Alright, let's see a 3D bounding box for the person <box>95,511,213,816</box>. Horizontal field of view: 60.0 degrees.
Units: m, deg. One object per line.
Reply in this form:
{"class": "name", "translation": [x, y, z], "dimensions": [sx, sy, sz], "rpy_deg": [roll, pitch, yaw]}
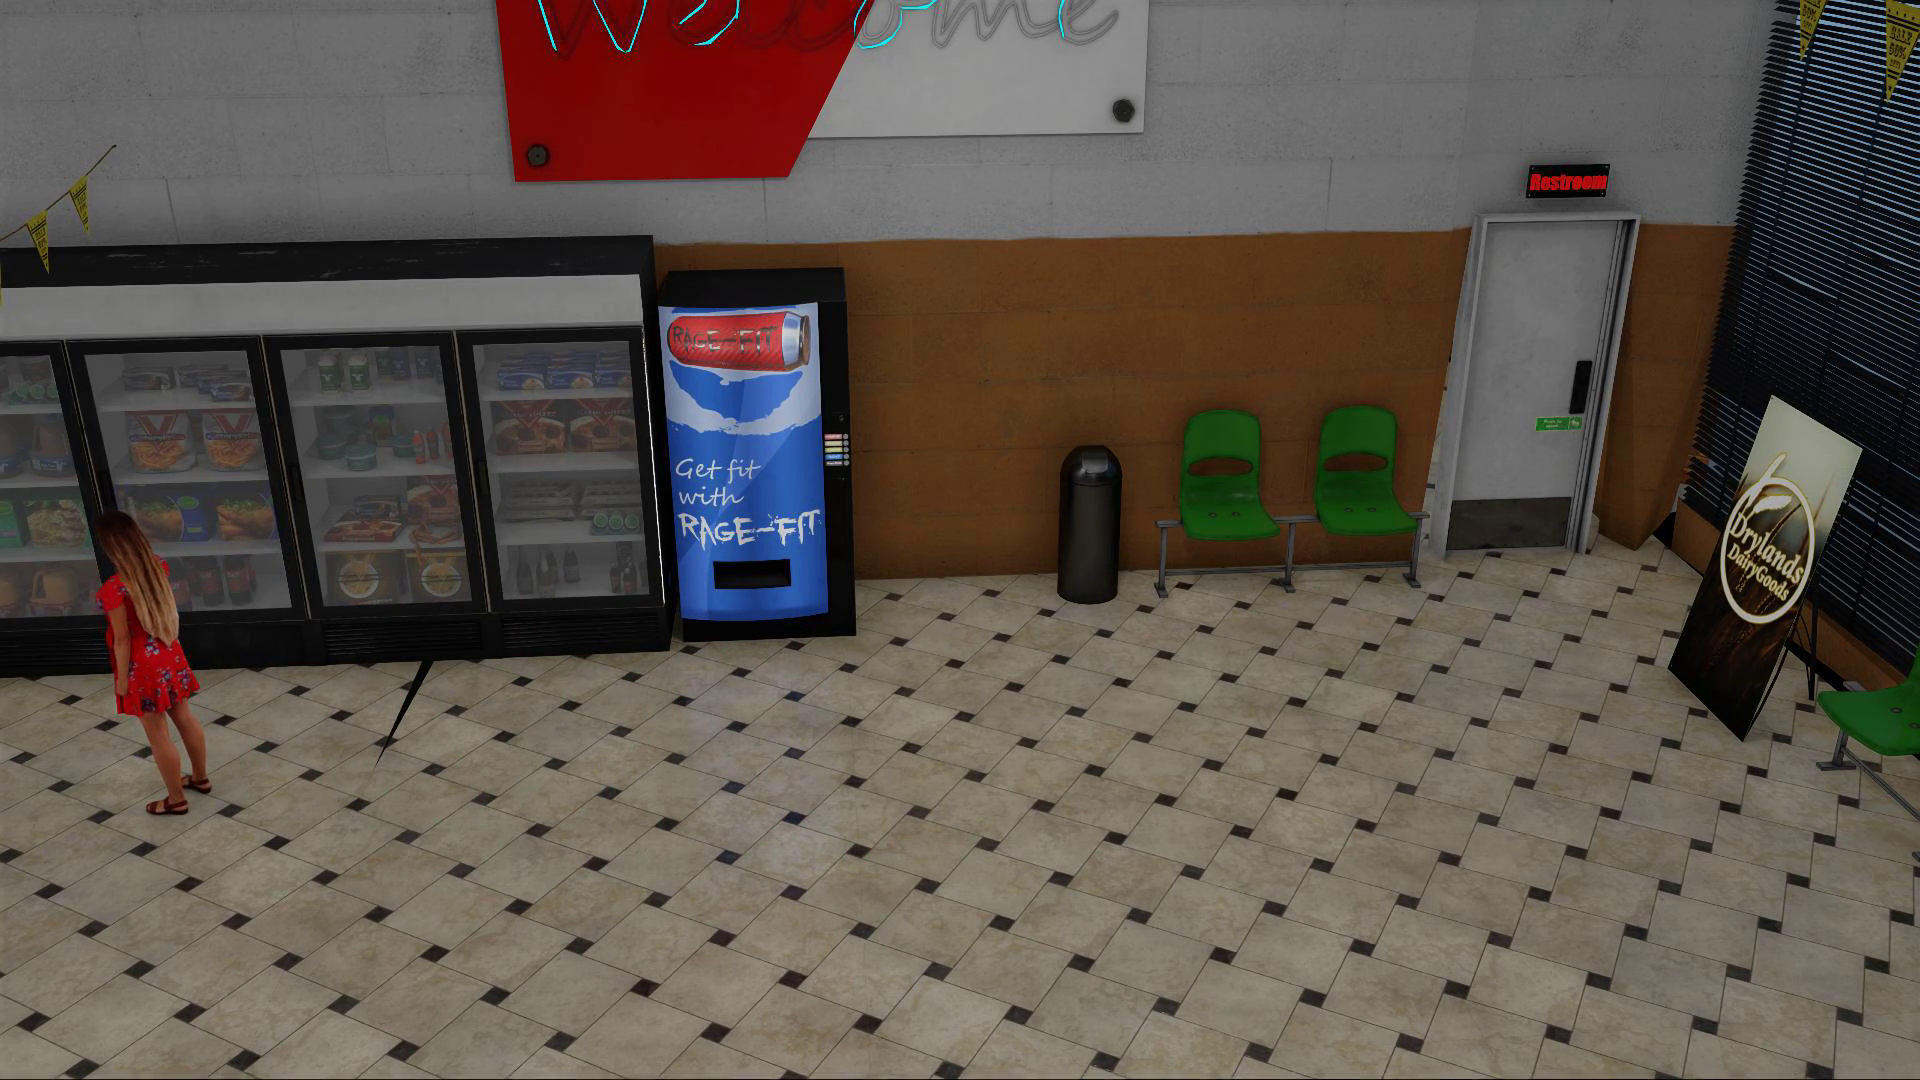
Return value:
{"class": "person", "translation": [-3.927, 0.596, 8.081], "dimensions": [0.699, 1.593, 0.582], "rpy_deg": [6, 24, 14]}
